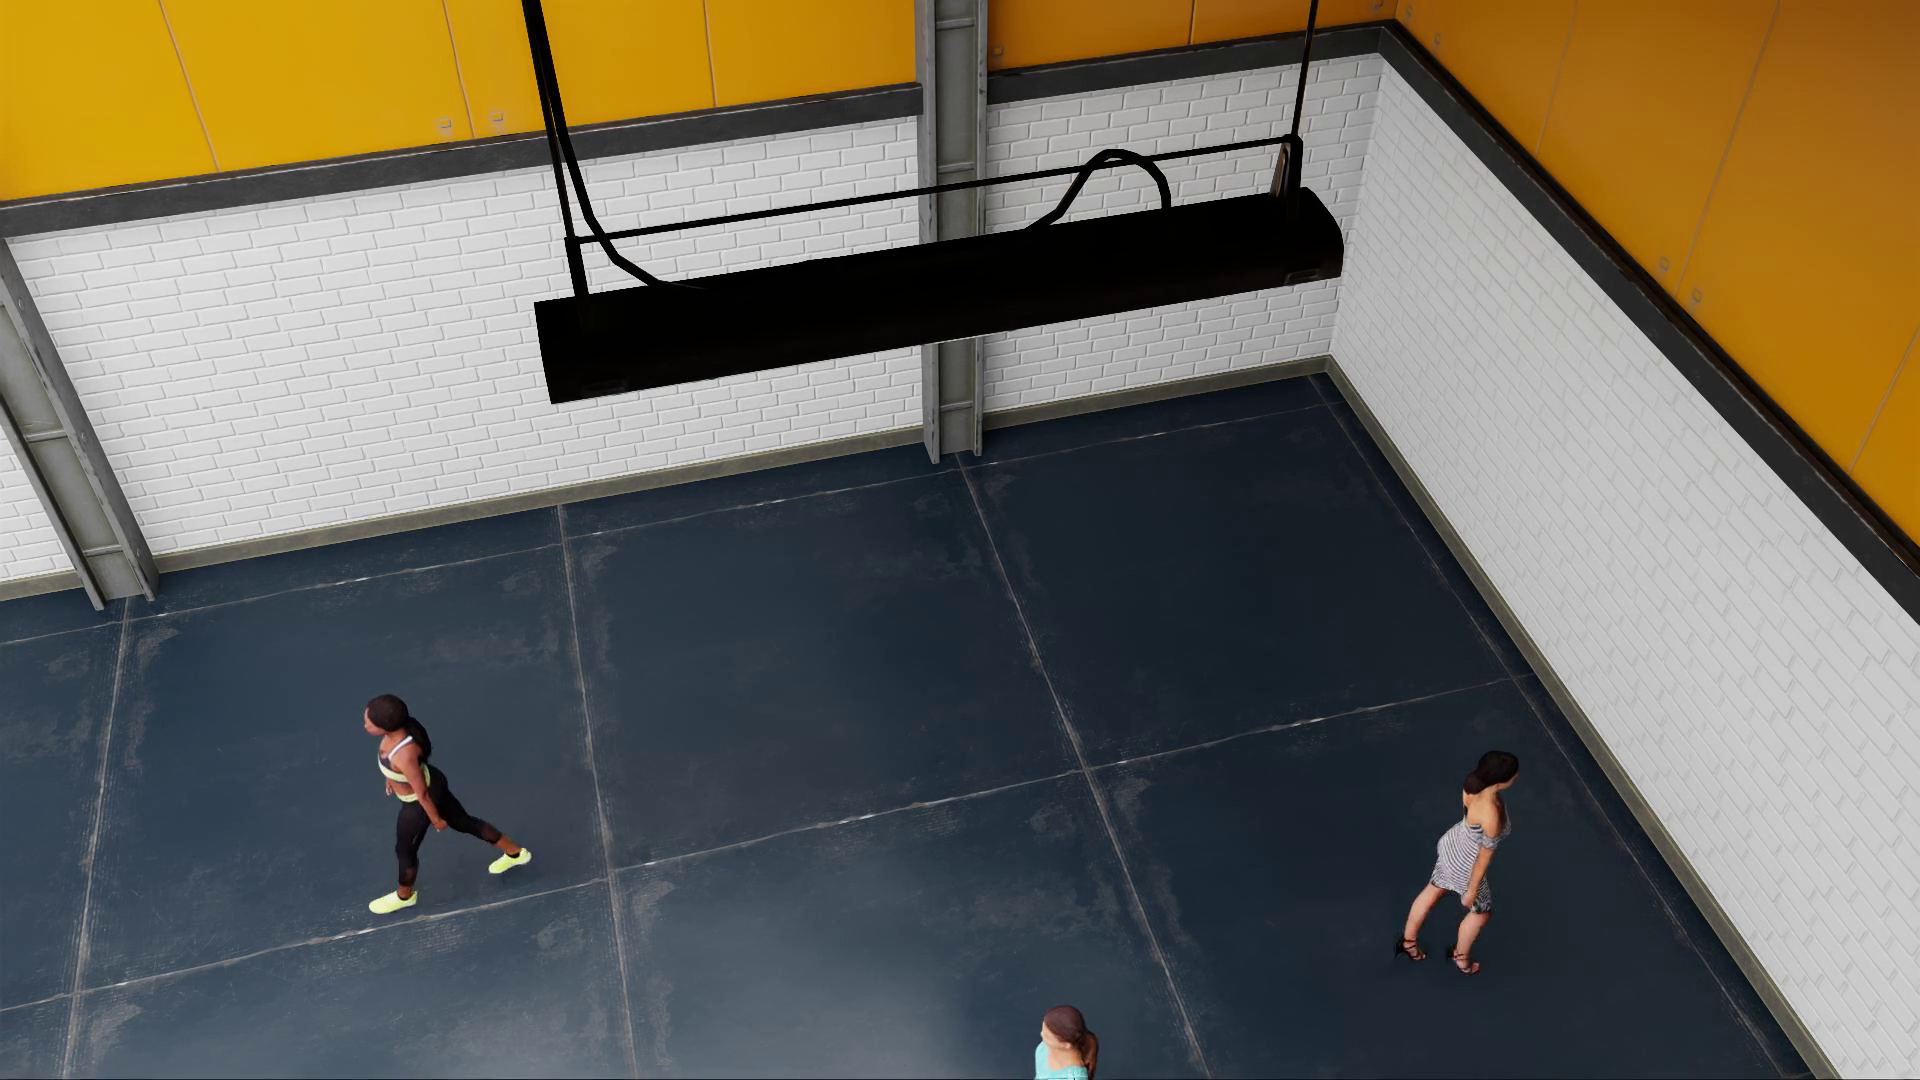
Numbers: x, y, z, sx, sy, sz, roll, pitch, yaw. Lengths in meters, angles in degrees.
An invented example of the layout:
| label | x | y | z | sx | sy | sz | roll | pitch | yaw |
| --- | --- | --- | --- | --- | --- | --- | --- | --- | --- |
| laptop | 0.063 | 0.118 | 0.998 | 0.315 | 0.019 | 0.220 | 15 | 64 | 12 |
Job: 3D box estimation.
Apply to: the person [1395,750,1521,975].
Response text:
| label | x | y | z | sx | sy | sz | roll | pitch | yaw |
| --- | --- | --- | --- | --- | --- | --- | --- | --- | --- |
| person | 2.603 | 1.740 | 8.925 | 0.787 | 1.807 | 0.720 | -1 | 44 | -1 |

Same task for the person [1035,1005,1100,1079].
| label | x | y | z | sx | sy | sz | roll | pitch | yaw |
| --- | --- | --- | --- | --- | --- | --- | --- | --- | --- |
| person | 0.581 | 2.743 | 8.070 | 1.003 | 1.535 | 0.653 | -4 | 44 | -5 |

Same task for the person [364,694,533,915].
| label | x | y | z | sx | sy | sz | roll | pitch | yaw |
| --- | --- | --- | --- | --- | --- | --- | --- | --- | --- |
| person | -2.908 | 1.427 | 9.324 | 1.151 | 1.709 | 0.564 | -10 | 45 | -10 |
